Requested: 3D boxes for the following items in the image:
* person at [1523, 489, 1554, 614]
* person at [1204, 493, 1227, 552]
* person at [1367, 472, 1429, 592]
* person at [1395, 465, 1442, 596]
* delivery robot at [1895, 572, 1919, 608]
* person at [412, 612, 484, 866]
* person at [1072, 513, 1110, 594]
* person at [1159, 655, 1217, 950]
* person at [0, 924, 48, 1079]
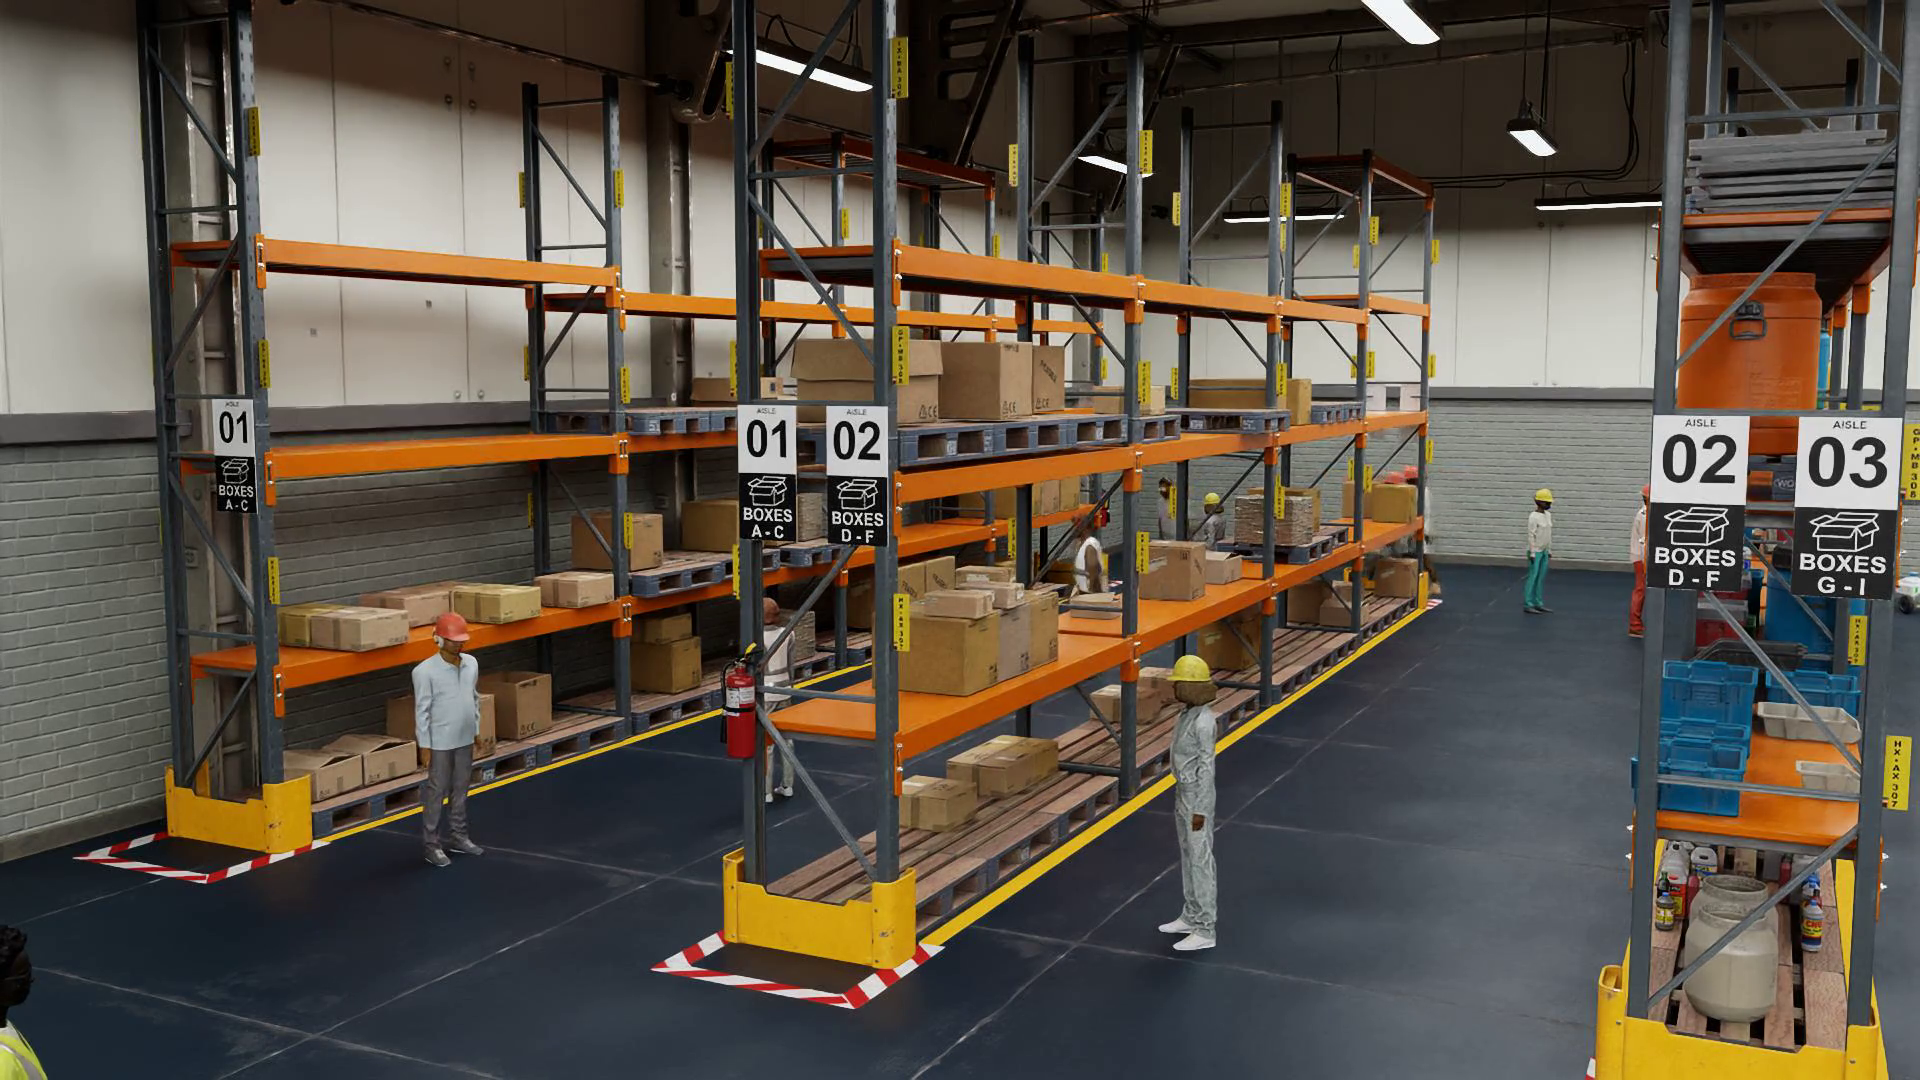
[{"bbox_3d":[8.141,0.159,23.313,0.518,1.756,0.345,-6,8,-43],"label":"person"},{"bbox_3d":[3.469,0.224,22.784,0.311,1.735,0.483,4,7,32],"label":"person"},{"bbox_3d":[6.566,-0.096,25.197,1.008,1.877,0.557,5,8,40],"label":"person"},{"bbox_3d":[6.890,-0.140,25.193,1.009,1.979,0.606,4,7,31],"label":"person"},{"bbox_3d":[13.411,0.699,23.389,0.477,0.478,0.707,0,6,1],"label":"delivery robot"},{"bbox_3d":[-3.531,1.368,11.579,0.344,1.747,0.572,3,7,29],"label":"person"},{"bbox_3d":[1.463,0.611,18.655,0.439,1.817,0.862,0,6,3],"label":"person"},{"bbox_3d":[1.365,1.546,9.883,0.295,1.743,0.493,-1,6,-7],"label":"person"},{"bbox_3d":[-3.019,2.046,5.246,0.316,1.696,0.541,-5,7,-38],"label":"person"}]
